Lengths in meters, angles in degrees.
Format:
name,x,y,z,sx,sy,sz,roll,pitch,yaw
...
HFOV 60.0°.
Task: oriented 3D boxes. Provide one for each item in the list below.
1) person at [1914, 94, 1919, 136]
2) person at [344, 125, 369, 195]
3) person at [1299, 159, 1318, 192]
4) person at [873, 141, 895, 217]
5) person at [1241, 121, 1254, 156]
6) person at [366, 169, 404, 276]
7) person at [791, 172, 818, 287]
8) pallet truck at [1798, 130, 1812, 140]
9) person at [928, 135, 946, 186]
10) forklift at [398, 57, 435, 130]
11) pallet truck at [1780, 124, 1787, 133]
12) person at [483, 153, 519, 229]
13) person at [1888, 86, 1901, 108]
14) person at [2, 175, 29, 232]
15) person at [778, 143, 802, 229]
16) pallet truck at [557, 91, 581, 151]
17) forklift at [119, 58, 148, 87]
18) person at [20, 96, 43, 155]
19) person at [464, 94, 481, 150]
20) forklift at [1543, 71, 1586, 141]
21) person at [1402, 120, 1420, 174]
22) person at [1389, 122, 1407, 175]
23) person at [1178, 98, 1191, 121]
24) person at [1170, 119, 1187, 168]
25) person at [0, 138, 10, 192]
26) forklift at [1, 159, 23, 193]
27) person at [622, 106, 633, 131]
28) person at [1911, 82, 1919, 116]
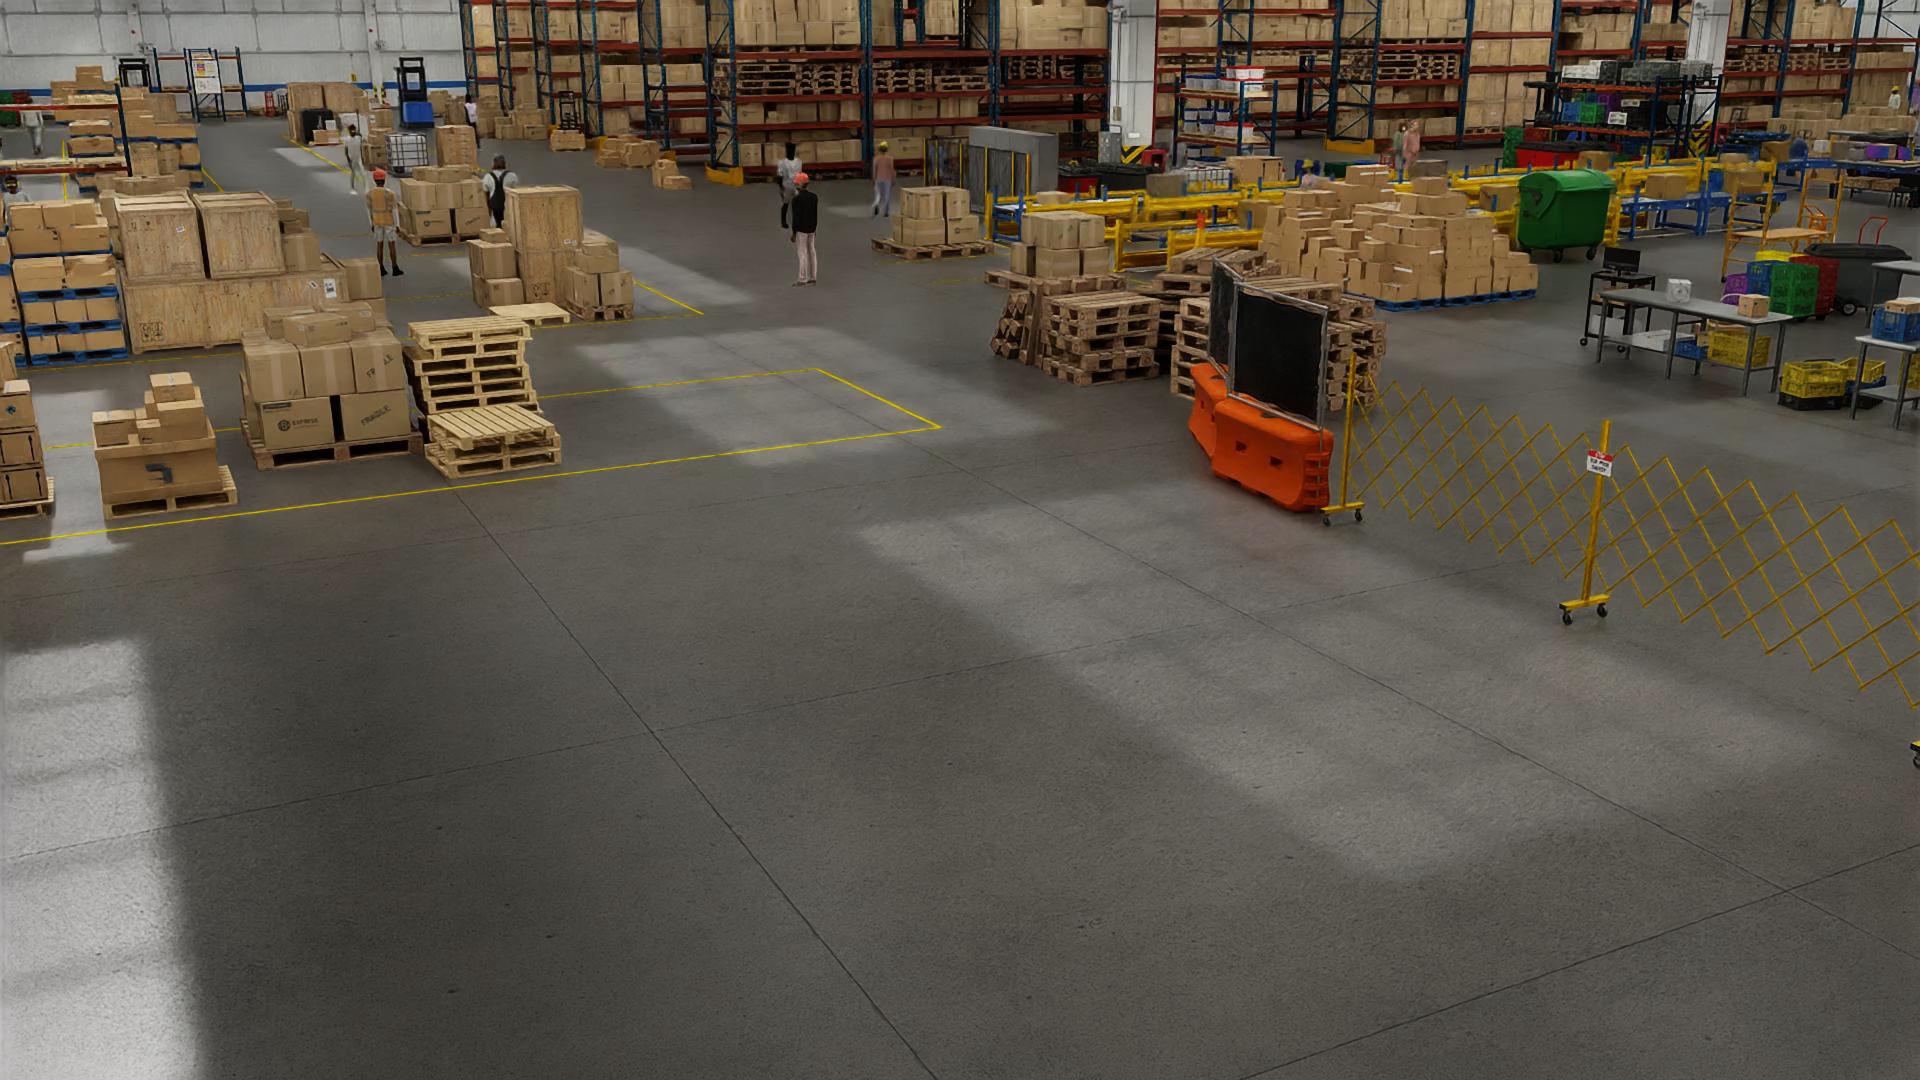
name,x,y,z,sx,sy,sz,roll,pitch,yaw
person,36.979,-16.484,63.730,0.614,1.943,0.395,0,18,0
person,-15.775,-9.918,43.464,0.982,1.814,0.559,16,23,40
person,7.351,-7.131,34.963,0.918,1.730,0.538,-6,19,-19
person,-1.786,-8.474,39.080,0.531,1.753,0.395,4,18,14
person,8.061,-10.988,47.043,0.688,1.676,0.532,-12,22,-34
person,-10.541,-5.809,30.457,0.548,1.942,0.348,1,18,3
person,-2.746,-5.455,29.268,0.380,1.994,0.611,13,22,35
pallet truck,25.526,-11.556,49.408,1.630,1.274,0.653,-9,20,-26
person,-0.679,-9.351,41.932,0.828,1.659,0.554,-16,24,-41
forklift,-22.000,-18.030,67.046,1.129,2.768,1.873,-9,20,-26
pallet truck,25.206,-12.542,52.601,1.601,1.201,0.680,0,18,-2
person,-8.981,-6.593,32.743,0.709,2.000,0.535,0,18,1
person,36.951,-17.081,65.883,0.326,1.767,0.533,-4,18,-12
person,-17.016,-5.644,30.064,0.521,1.869,0.327,-11,21,-30
person,-3.733,-7.781,36.659,0.624,1.914,1.024,-10,20,-29
pallet truck,-13.495,-14.412,57.188,0.823,1.965,1.885,-3,18,-9
forklift,-32.353,-17.503,65.400,1.129,2.768,1.873,-9,20,-26
person,-30.910,-13.807,55.429,0.642,1.927,0.475,-7,19,-21
person,-16.942,-14.381,57.277,0.903,1.881,0.616,8,19,22
forklift,18.685,-13.231,52.085,1.873,2.768,1.129,-9,20,-26
person,11.994,-10.198,44.201,0.652,1.904,0.403,-15,23,-40
person,12.702,-11.296,48.143,0.514,1.596,0.869,-9,20,-26
person,8.417,-15.832,62.165,0.551,1.644,0.861,-7,19,-22
person,5.980,-10.586,45.551,0.440,1.813,0.611,-11,21,-31
person,-23.259,-8.864,40.100,0.960,1.880,0.596,-9,20,-25
forklift,-24.266,-9.621,40.828,1.873,2.768,1.129,-9,20,-26
person,-12.467,-15.827,61.877,0.551,1.826,0.631,-8,19,-23
person,39.558,-17.970,68.445,0.549,1.890,0.956,-10,20,-28
